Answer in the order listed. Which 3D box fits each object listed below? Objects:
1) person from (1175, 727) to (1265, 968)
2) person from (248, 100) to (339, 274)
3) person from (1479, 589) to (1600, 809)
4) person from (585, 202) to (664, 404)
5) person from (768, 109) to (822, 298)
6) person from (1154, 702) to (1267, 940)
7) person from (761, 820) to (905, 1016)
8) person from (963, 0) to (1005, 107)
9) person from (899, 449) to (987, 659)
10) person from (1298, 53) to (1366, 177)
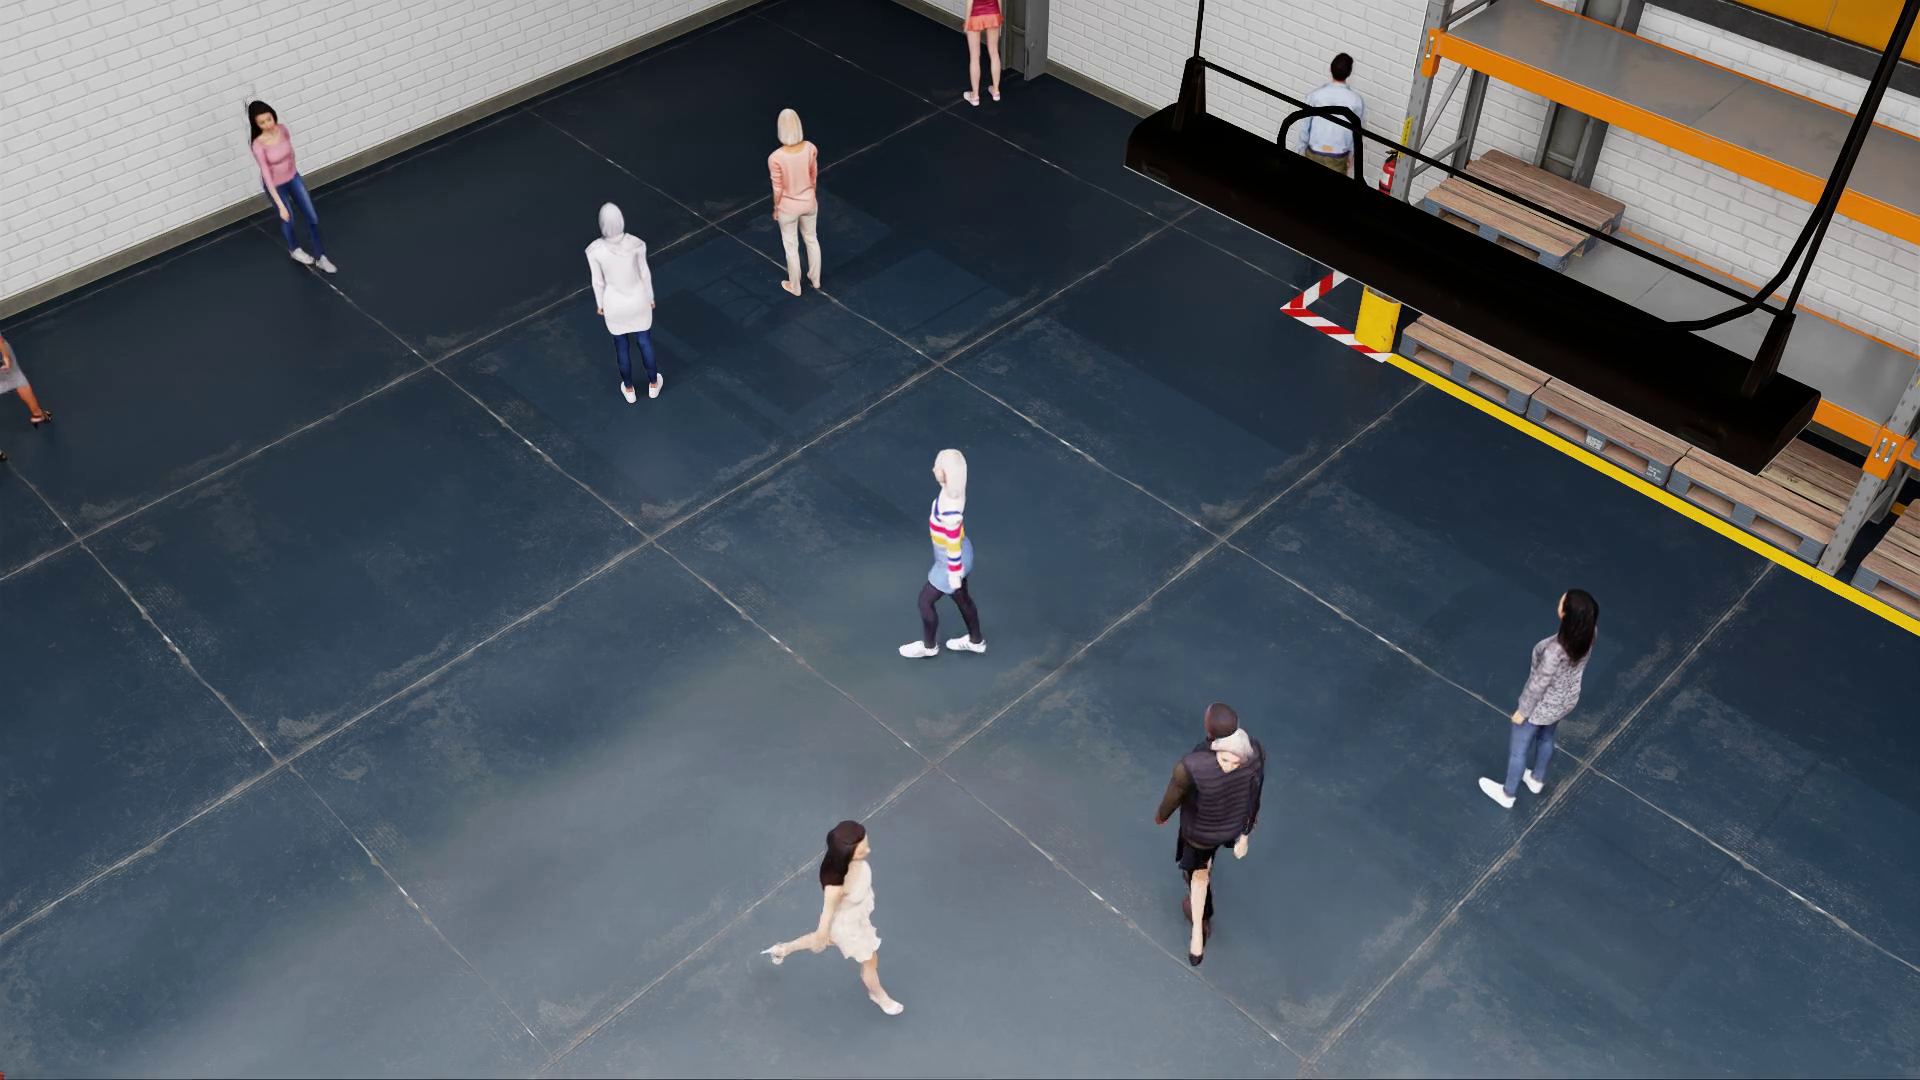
[{"bbox_3d":[1.468,1.520,9.521,1.231,1.670,1.036,15,46,15],"label":"person"},{"bbox_3d":[-5.845,-3.067,14.311,0.867,1.703,0.710,17,46,17],"label":"person"},{"bbox_3d":[3.563,0.967,10.058,0.656,1.730,0.590,-25,49,-24],"label":"person"},{"bbox_3d":[-2.605,-1.841,12.972,0.689,1.777,0.702,-9,44,-9],"label":"person"},{"bbox_3d":[-1.385,-2.852,14.070,0.641,1.726,0.586,-25,49,-24],"label":"person"},{"bbox_3d":[1.437,1.638,9.289,0.828,1.819,0.848,-16,46,-16],"label":"person"},{"bbox_3d":[-0.698,2.030,8.962,1.126,1.702,0.939,9,44,9],"label":"person"},{"bbox_3d":[0.227,-5.172,16.489,0.642,1.748,0.648,-16,46,-16],"label":"person"},{"bbox_3d":[0.028,0.122,10.903,0.990,1.787,0.923,2,44,2],"label":"person"},{"bbox_3d":[3.221,-3.401,14.585,0.711,1.810,0.823,8,44,8],"label":"person"}]
